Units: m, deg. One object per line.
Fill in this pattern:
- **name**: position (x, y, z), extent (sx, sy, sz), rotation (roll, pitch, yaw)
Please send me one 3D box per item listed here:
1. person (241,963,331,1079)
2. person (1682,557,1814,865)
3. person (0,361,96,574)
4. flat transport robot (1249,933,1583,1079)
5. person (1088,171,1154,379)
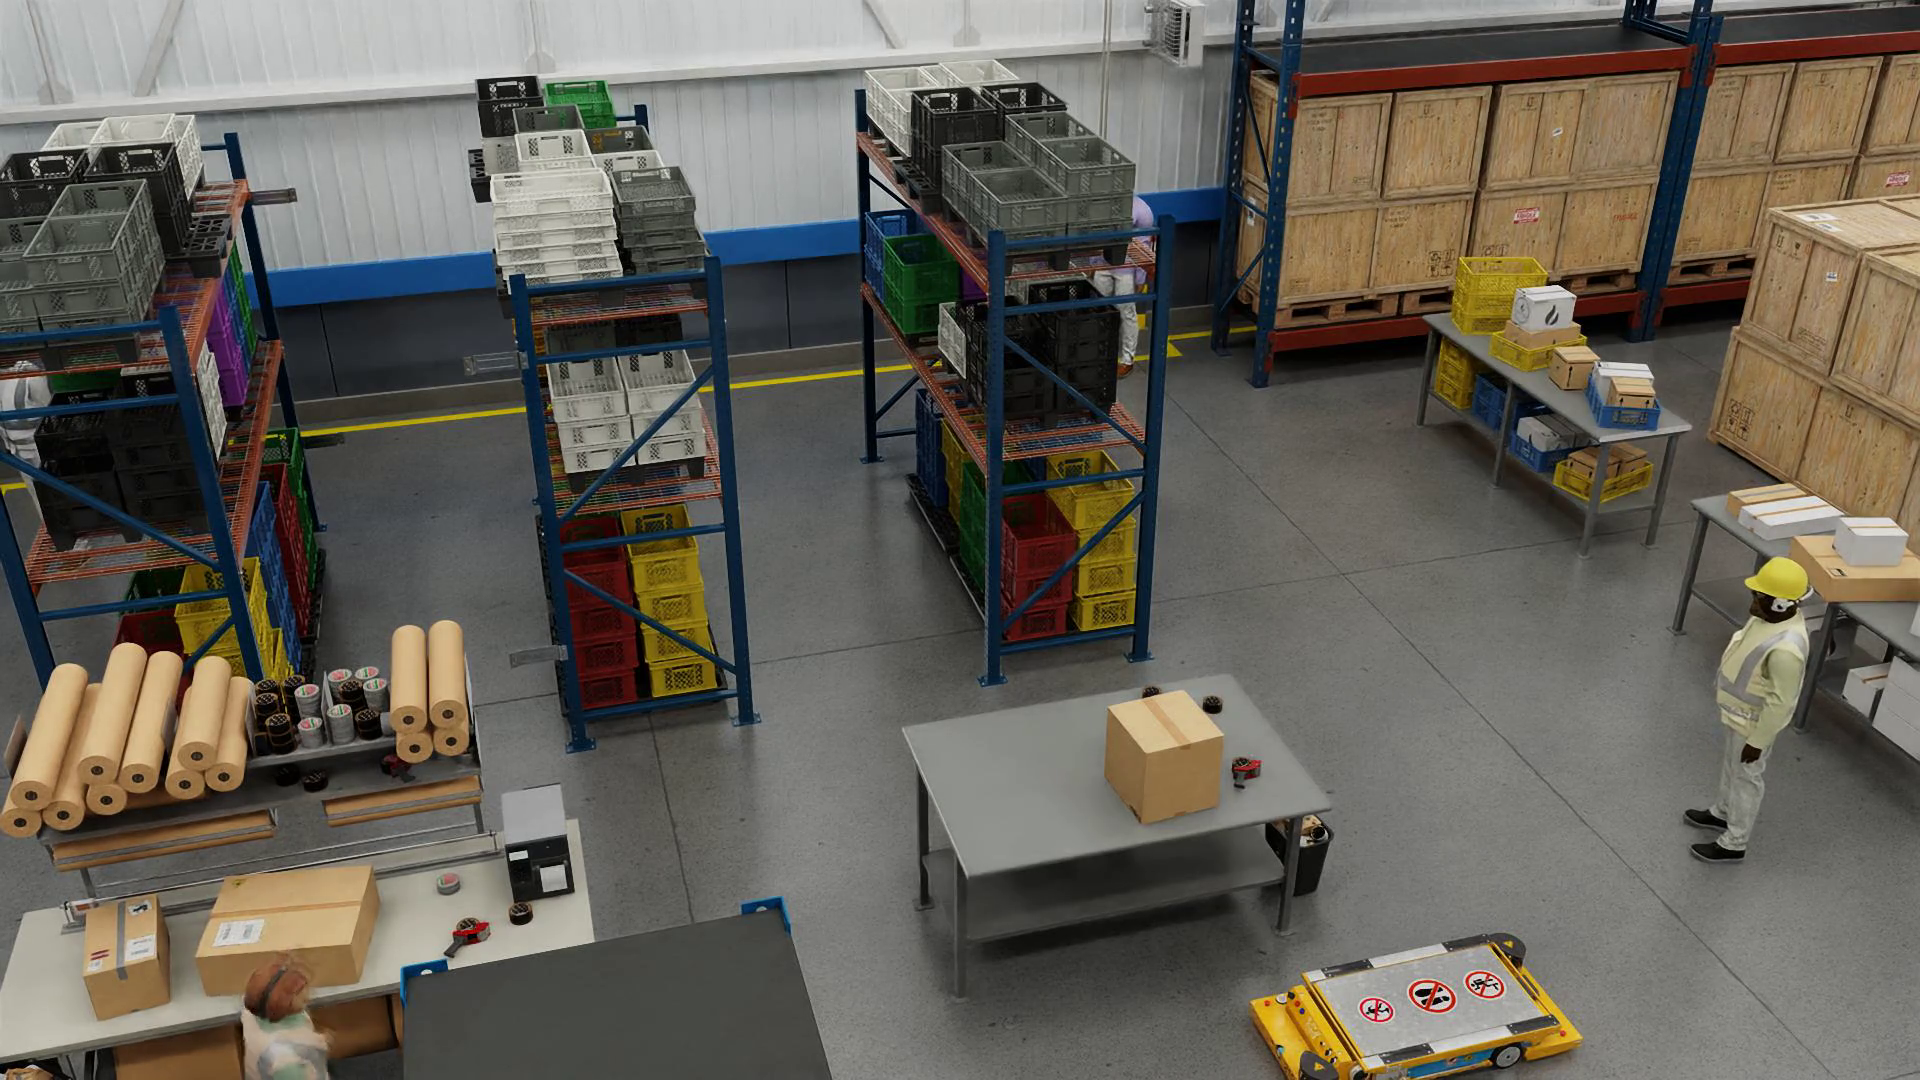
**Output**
- **person**: position (-2.657, 2.285, 6.586), extent (0.392, 1.618, 0.586), rotation (-19, 34, -30)
- **person**: position (4.214, 0.909, 8.869), extent (0.403, 1.832, 0.593), rotation (9, 30, 15)
- **person**: position (-6.493, -0.647, 11.647), extent (0.584, 1.882, 0.339), rotation (15, 32, 26)
- **flat transport robot**: position (2.184, 2.282, 7.980), extent (1.431, 0.197, 0.652), rotation (-8, 30, -14)
- **person**: position (1.406, -2.393, 14.780), extent (0.625, 1.933, 0.375), rotation (23, 36, 35)
